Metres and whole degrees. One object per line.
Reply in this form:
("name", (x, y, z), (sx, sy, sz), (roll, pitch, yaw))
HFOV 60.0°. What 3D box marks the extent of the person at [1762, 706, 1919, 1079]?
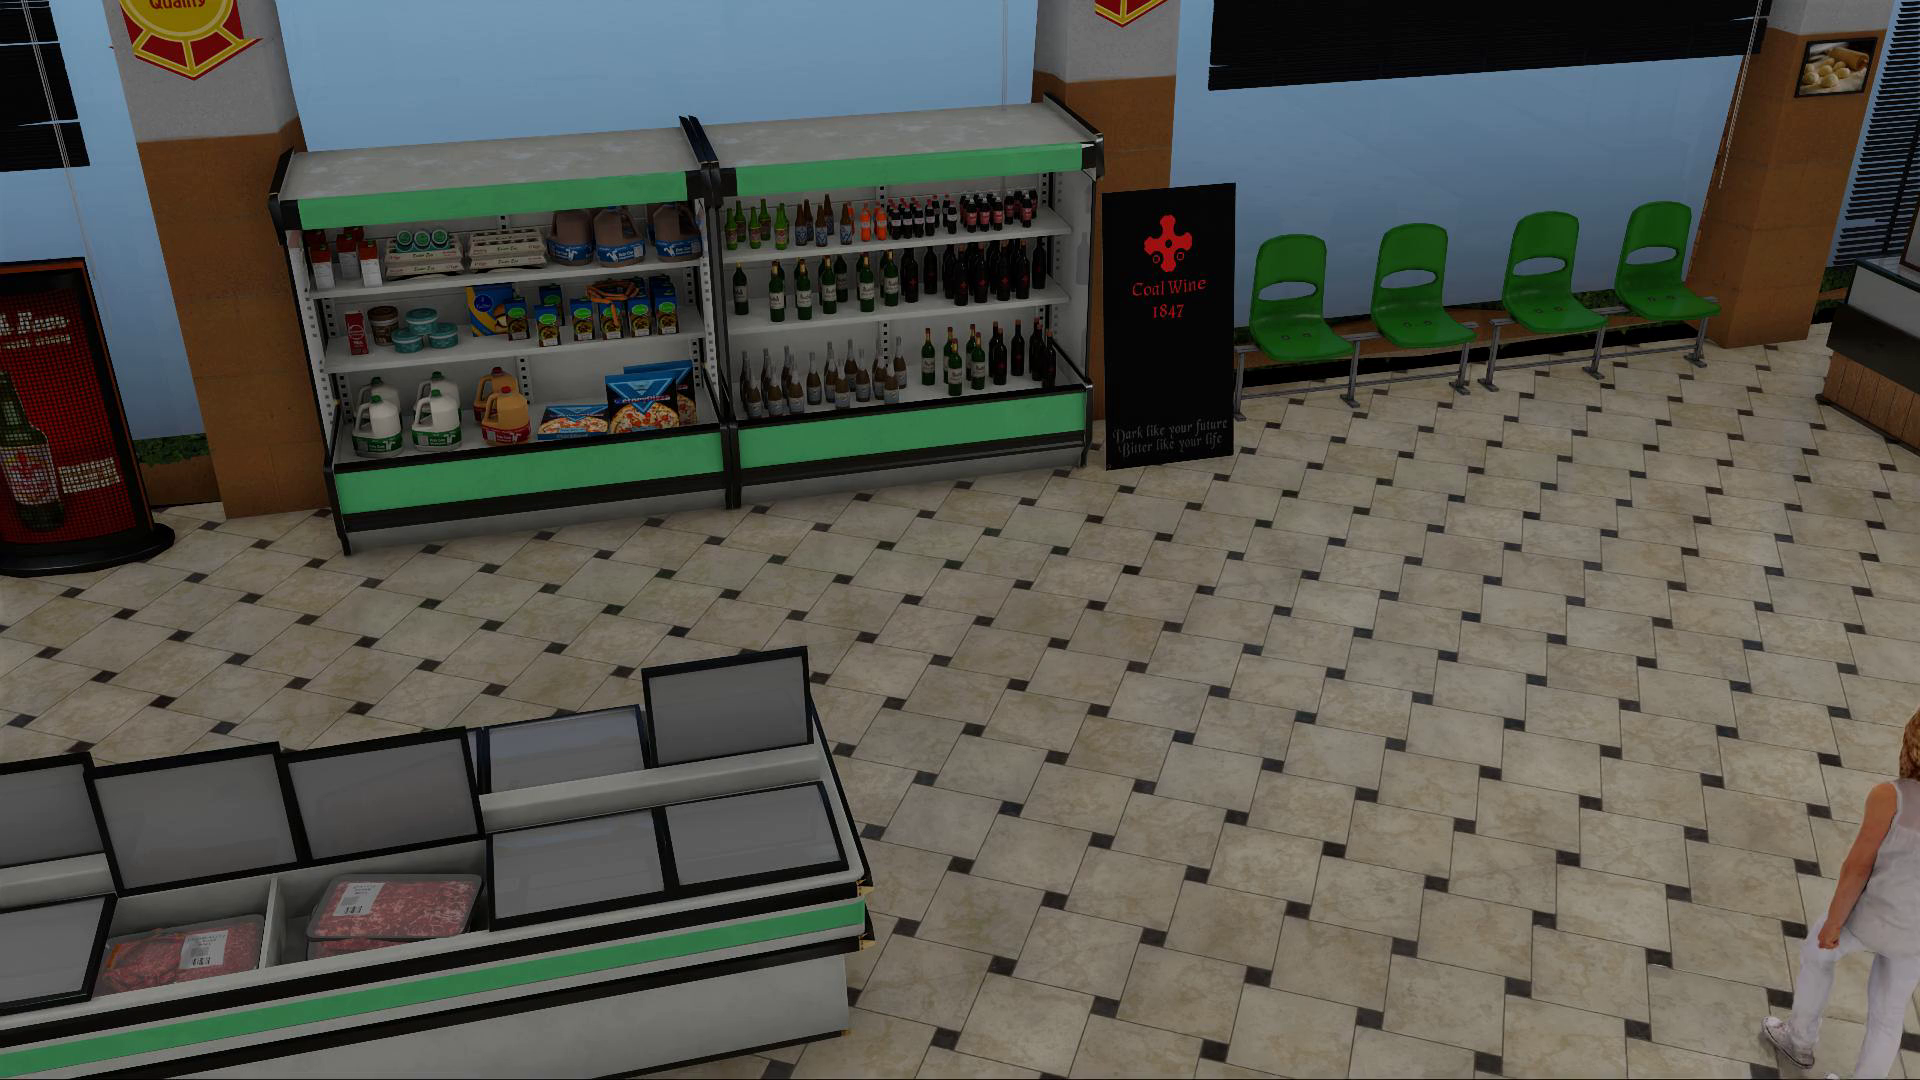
("person", (3.086, 1.282, 5.455), (0.779, 1.654, 0.818), (1, 29, 3))
